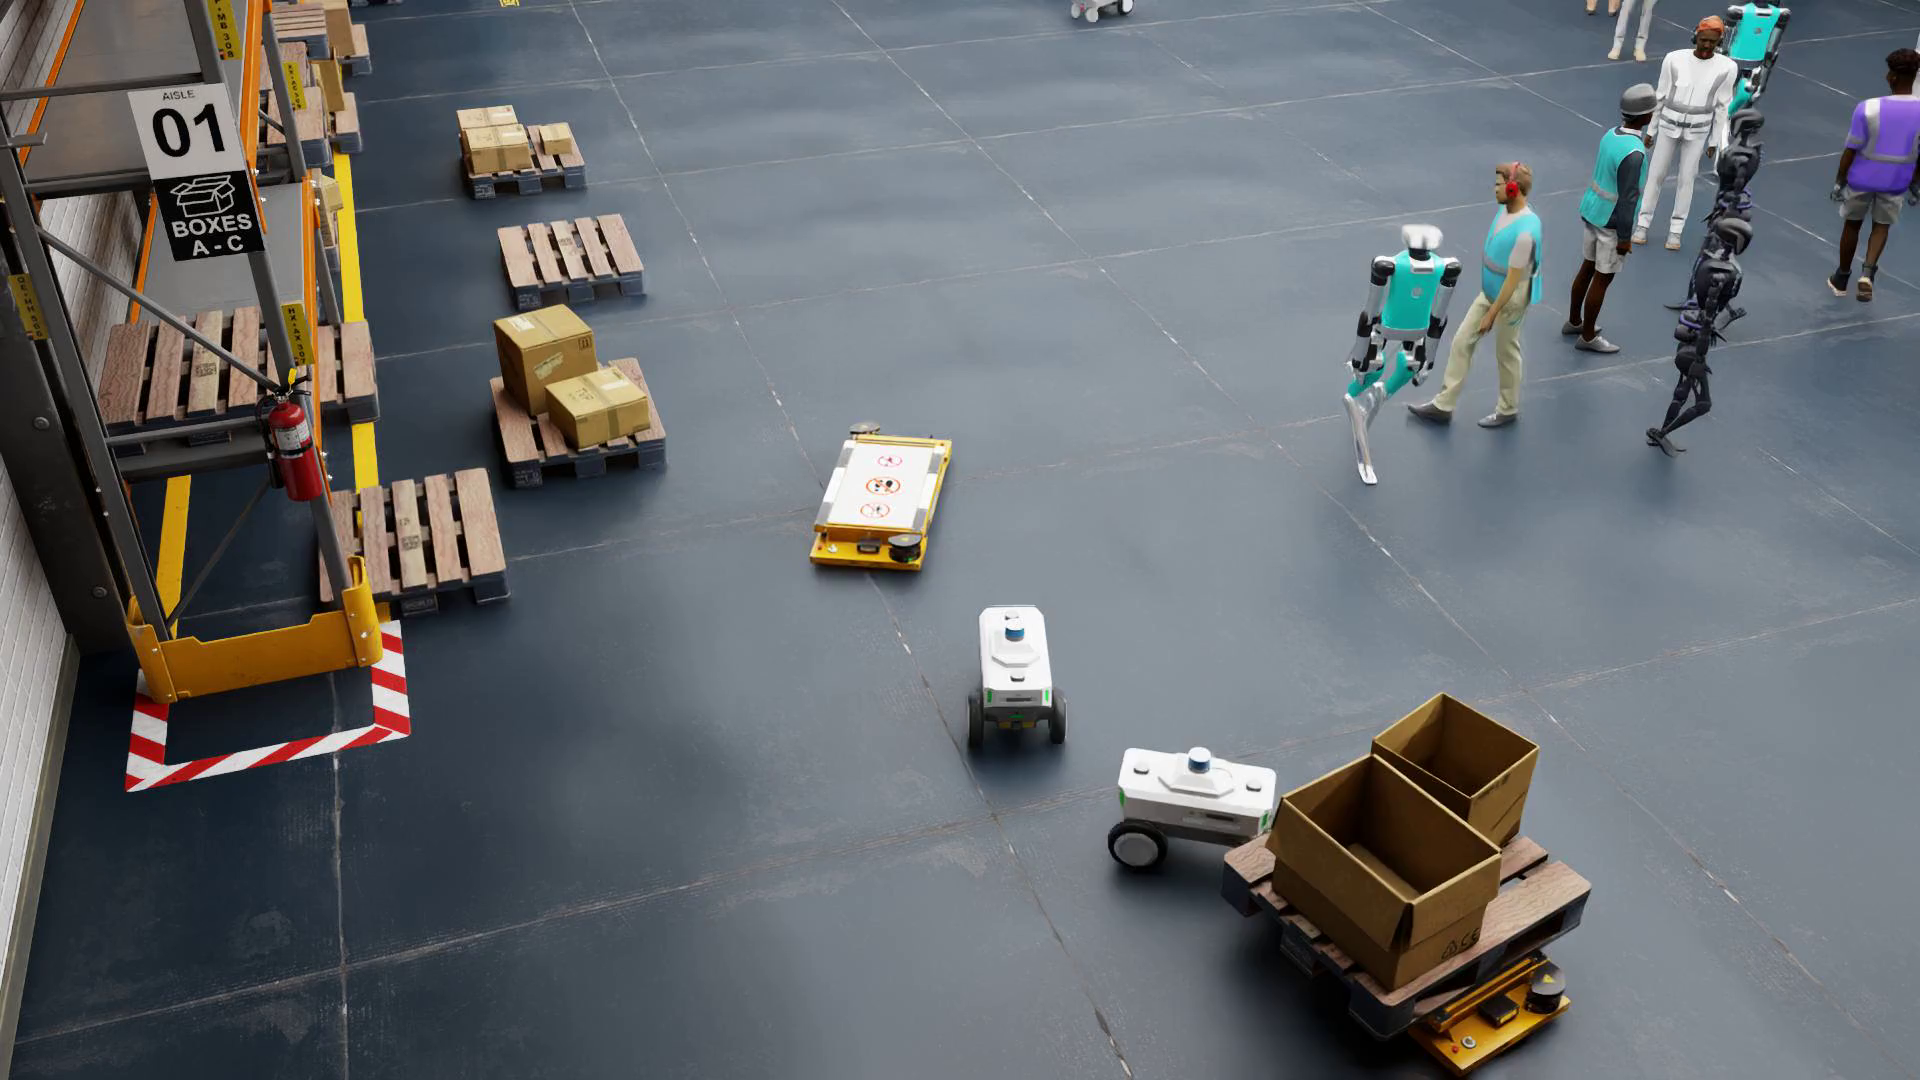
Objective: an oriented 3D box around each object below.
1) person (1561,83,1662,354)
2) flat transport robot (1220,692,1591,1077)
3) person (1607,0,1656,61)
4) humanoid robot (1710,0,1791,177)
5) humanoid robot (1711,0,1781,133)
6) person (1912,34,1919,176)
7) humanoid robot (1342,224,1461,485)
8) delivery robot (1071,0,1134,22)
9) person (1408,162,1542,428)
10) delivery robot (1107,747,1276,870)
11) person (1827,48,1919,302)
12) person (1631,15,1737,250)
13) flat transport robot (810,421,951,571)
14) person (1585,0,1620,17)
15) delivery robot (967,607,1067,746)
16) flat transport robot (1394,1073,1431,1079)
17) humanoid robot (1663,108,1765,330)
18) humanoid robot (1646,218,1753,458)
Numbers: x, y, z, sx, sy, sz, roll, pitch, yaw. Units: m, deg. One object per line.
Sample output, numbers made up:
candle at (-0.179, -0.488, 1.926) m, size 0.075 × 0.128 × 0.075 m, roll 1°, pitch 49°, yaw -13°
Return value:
person at (4.618, -2.281, 11.825) m, size 0.413 × 1.943 × 0.561 m, roll -1°, pitch 33°, yaw -1°
flat transport robot at (1.884, 1.680, 7.281) m, size 0.659 × 0.231 × 1.431 m, roll -20°, pitch 38°, yaw -27°
person at (7.287, -6.029, 17.650) m, size 0.476 × 1.867 × 0.374 m, roll 9°, pitch 34°, yaw 13°
humanoid robot at (6.881, -4.139, 14.877) m, size 0.533 × 1.771 × 0.798 m, roll 3°, pitch 33°, yaw 4°
humanoid robot at (7.527, -4.687, 15.765) m, size 0.582 × 1.646 × 0.590 m, roll 12°, pitch 35°, yaw 18°
person at (8.552, -4.149, 14.697) m, size 0.541 × 1.936 × 0.359 m, roll -16°, pitch 36°, yaw -23°
humanoid robot at (2.656, -1.221, 10.441) m, size 0.554 × 1.830 × 0.875 m, roll -2°, pitch 33°, yaw -3°
delivery robot at (1.630, -6.372, 19.343) m, size 0.503 × 0.566 × 0.733 m, roll 25°, pitch 41°, yaw 33°
person at (3.425, -1.565, 10.854) m, size 0.795 × 1.800 × 0.563 m, roll -3°, pitch 33°, yaw -5°
delivery robot at (1.079, 1.219, 7.721) m, size 0.784 × 0.589 × 0.499 m, roll 7°, pitch 34°, yaw 11°
person at (6.902, -2.698, 12.463) m, size 0.646 × 1.933 × 0.568 m, roll 10°, pitch 34°, yaw 15°
person at (5.841, -3.283, 13.423) m, size 0.573 × 1.880 × 0.360 m, roll 15°, pitch 36°, yaw 22°
flat transport robot at (-0.468, -0.285, 10.296) m, size 0.659 × 0.231 × 1.431 m, roll 4°, pitch 33°, yaw 6°
person at (7.570, -6.890, 19.144) m, size 0.472 × 1.668 × 0.381 m, roll 11°, pitch 35°, yaw 16°
delivery robot at (0.279, 0.665, 8.563) m, size 0.499 × 0.580 × 0.757 m, roll -1°, pitch 33°, yaw -1°
flat transport robot at (1.751, 2.577, 5.906) m, size 0.659 × 0.231 × 1.431 m, roll 12°, pitch 35°, yaw 17°
humanoid robot at (5.609, -2.342, 12.174) m, size 0.517 × 1.660 × 0.599 m, roll 9°, pitch 34°, yaw 14°
humanoid robot at (4.690, -1.278, 10.533) m, size 0.341 × 1.647 × 0.597 m, roll 15°, pitch 36°, yaw 22°
